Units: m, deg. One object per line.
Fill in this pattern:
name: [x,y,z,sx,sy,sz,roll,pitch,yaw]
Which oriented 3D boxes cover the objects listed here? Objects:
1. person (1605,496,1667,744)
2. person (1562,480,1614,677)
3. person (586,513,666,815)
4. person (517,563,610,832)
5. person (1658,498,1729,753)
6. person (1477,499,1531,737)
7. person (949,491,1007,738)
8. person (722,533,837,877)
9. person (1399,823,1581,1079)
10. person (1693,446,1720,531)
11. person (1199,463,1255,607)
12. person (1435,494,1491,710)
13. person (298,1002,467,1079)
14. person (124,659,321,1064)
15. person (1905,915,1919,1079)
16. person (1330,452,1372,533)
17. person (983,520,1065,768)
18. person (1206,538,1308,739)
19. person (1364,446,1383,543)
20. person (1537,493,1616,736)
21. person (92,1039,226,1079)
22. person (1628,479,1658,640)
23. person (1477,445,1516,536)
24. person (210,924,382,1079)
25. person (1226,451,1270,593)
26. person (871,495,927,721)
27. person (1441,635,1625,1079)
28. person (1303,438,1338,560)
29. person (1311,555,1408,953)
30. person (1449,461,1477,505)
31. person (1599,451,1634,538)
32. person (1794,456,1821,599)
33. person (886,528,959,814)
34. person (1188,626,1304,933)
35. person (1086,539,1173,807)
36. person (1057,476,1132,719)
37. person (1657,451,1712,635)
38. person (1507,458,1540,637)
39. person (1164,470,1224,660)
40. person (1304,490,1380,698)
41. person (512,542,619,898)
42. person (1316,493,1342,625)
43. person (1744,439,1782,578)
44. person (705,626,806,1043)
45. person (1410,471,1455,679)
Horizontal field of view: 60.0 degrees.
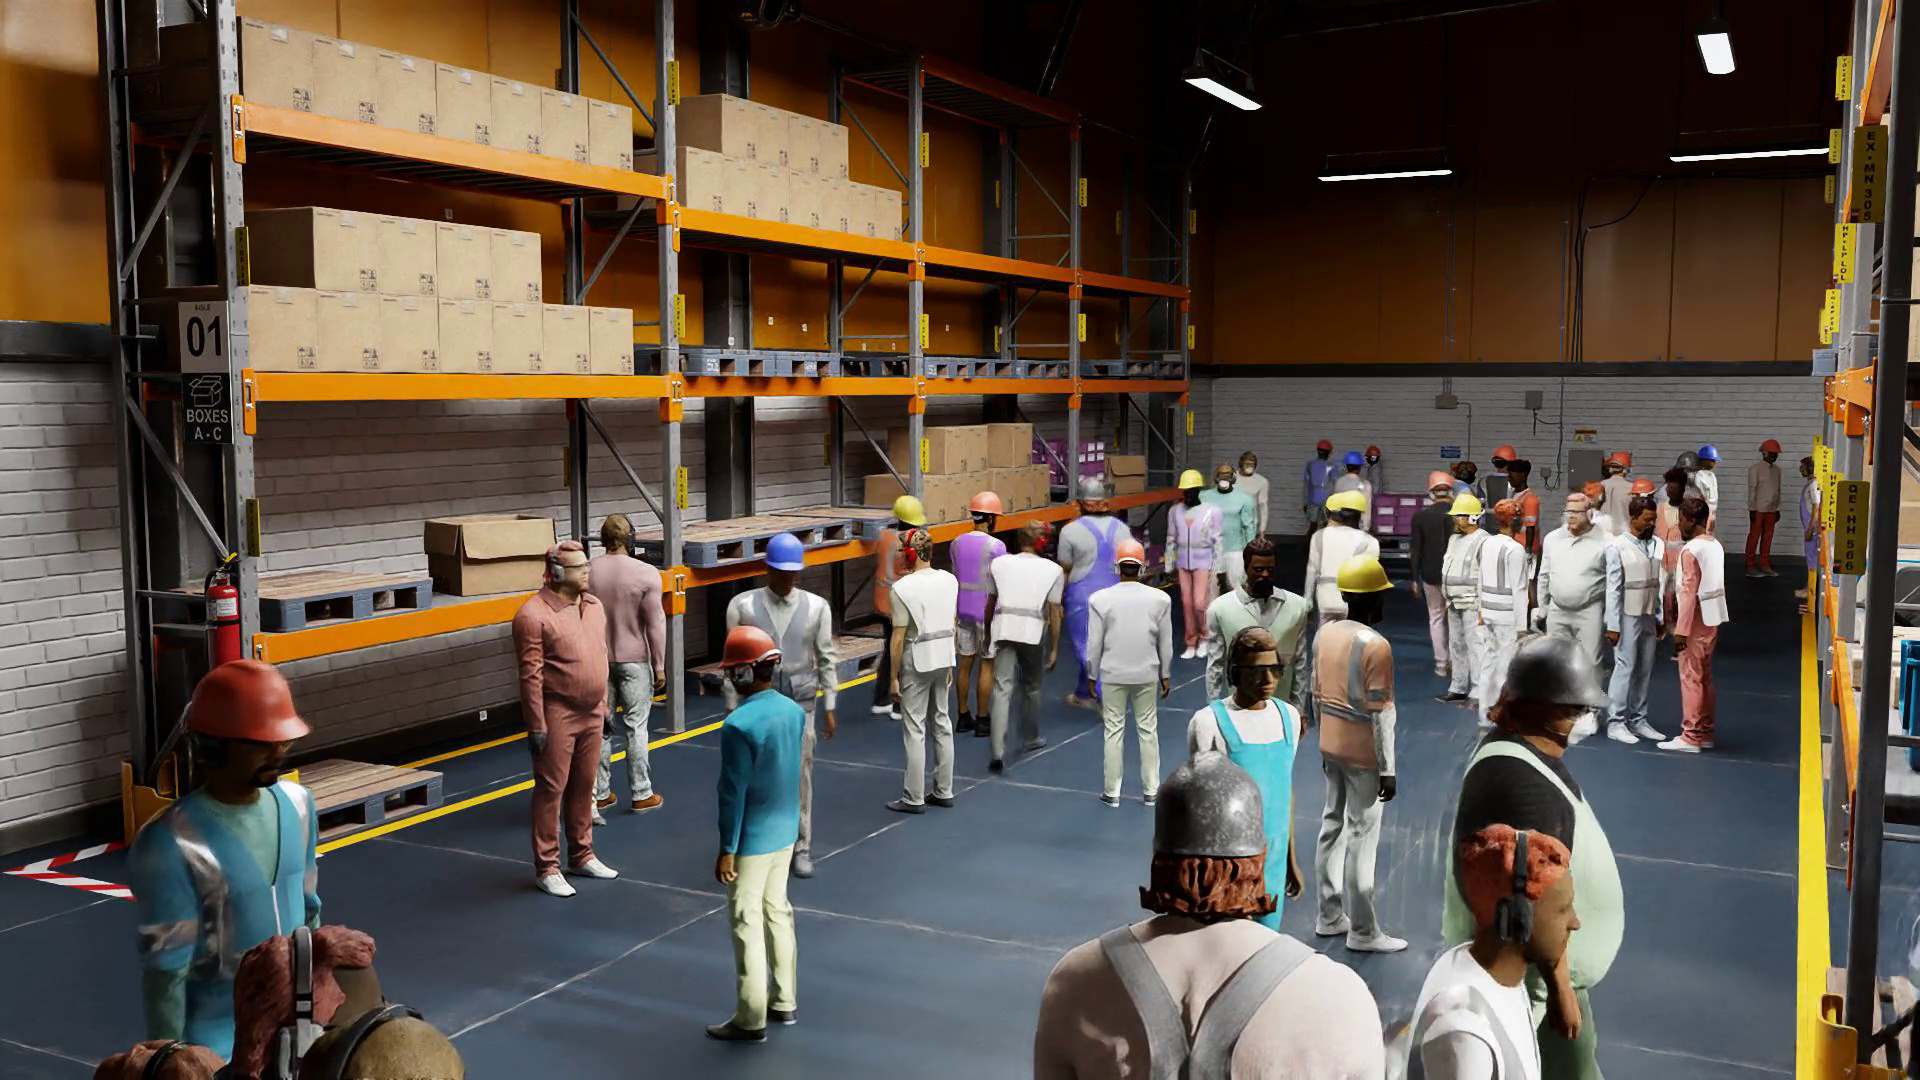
person: [5.206,0.611,12.843,0.598,1.907,0.409,-3,6,-31]
person: [5.929,0.362,15.758,0.482,1.855,0.672,-3,6,-28]
person: [-2.185,0.794,10.680,0.638,1.937,0.357,1,5,11]
person: [-2.440,0.930,10.279,0.575,1.738,0.353,-3,6,-33]
person: [5.551,0.640,12.510,0.402,1.909,0.599,5,7,41]
person: [4.202,0.622,12.813,0.343,1.882,0.585,-1,5,-10]
person: [0.174,0.582,13.054,0.546,1.927,0.391,5,7,43]
person: [-1.009,0.922,9.294,0.624,1.939,0.416,-1,5,-12]
person: [0.965,1.504,3.579,0.823,1.850,0.602,2,6,19]
person: [10.002,-0.298,22.380,0.613,1.945,0.406,-5,7,-43]
person: [2.853,0.135,17.892,0.642,1.928,0.386,3,6,26]
person: [4.298,0.524,14.142,0.404,1.830,0.600,-2,6,-16]
person: [-0.810,1.578,2.300,0.364,1.933,0.631,3,6,29]
person: [-1.919,1.327,4.479,0.417,2.034,0.607,2,6,19]
person: [2.961,1.486,4.753,0.542,1.639,0.910,-5,7,-41]
person: [5.013,-0.156,21.021,0.616,1.907,0.912,5,7,43]
person: [0.439,0.741,12.096,0.654,1.781,0.990,1,5,13]
person: [1.664,0.933,9.373,0.584,1.911,0.390,-1,5,-10]
person: [6.794,-0.668,27.390,0.327,1.752,0.562,1,5,14]
person: [4.857,0.582,13.128,0.651,1.906,0.403,5,7,43]
person: [-1.331,1.666,2.885,0.308,1.641,0.514,0,5,5]
person: [7.424,0.205,18.074,0.372,1.744,0.570,2,6,25]
person: [6.458,-0.107,19.811,0.605,2.045,0.386,5,7,43]
person: [-1.047,1.559,2.681,0.399,1.900,0.647,-1,6,-15]
person: [3.619,-0.172,21.216,0.647,1.909,0.658,0,5,5]
person: [-0.492,0.560,13.578,0.412,1.874,0.627,-2,6,-19]
person: [1.854,1.251,5.211,1.051,2.000,0.685,2,6,21]
person: [5.654,-0.625,26.040,0.553,1.941,0.437,3,6,29]
person: [1.943,1.034,8.138,0.360,1.930,0.584,-2,6,-22]
person: [6.118,-0.042,20.228,0.429,1.838,0.621,0,5,-3]
person: [7.684,-0.047,19.497,0.409,1.985,0.627,-5,7,-43]
person: [10.973,-0.160,21.452,0.325,1.842,0.516,3,6,28]
person: [-0.229,0.844,10.698,0.393,1.836,0.560,5,7,44]
person: [1.097,1.239,6.378,0.508,1.844,0.336,-3,6,-28]
person: [1.106,0.865,10.902,0.573,1.748,0.342,0,5,-3]
person: [1.112,0.451,13.824,0.687,2.000,0.915,-3,6,-28]
person: [8.015,0.029,18.365,0.684,2.000,0.535,-4,7,-38]
person: [6.143,0.084,18.219,0.374,1.958,0.606,0,5,2]
person: [2.322,0.253,16.610,0.619,1.911,0.425,3,6,33]
person: [3.111,0.538,13.643,0.632,1.897,0.636,3,6,30]
person: [-2.120,0.959,9.086,0.404,1.907,0.668,3,6,27]
person: [3.464,0.445,15.410,0.336,1.757,0.518,2,6,17]
person: [11.530,-0.447,23.810,0.611,1.985,0.412,-3,6,-25]
person: [-0.872,1.229,7.056,0.354,1.737,0.578,2,6,23]
person: [4.516,0.337,15.498,0.644,1.961,0.784,1,5,14]
